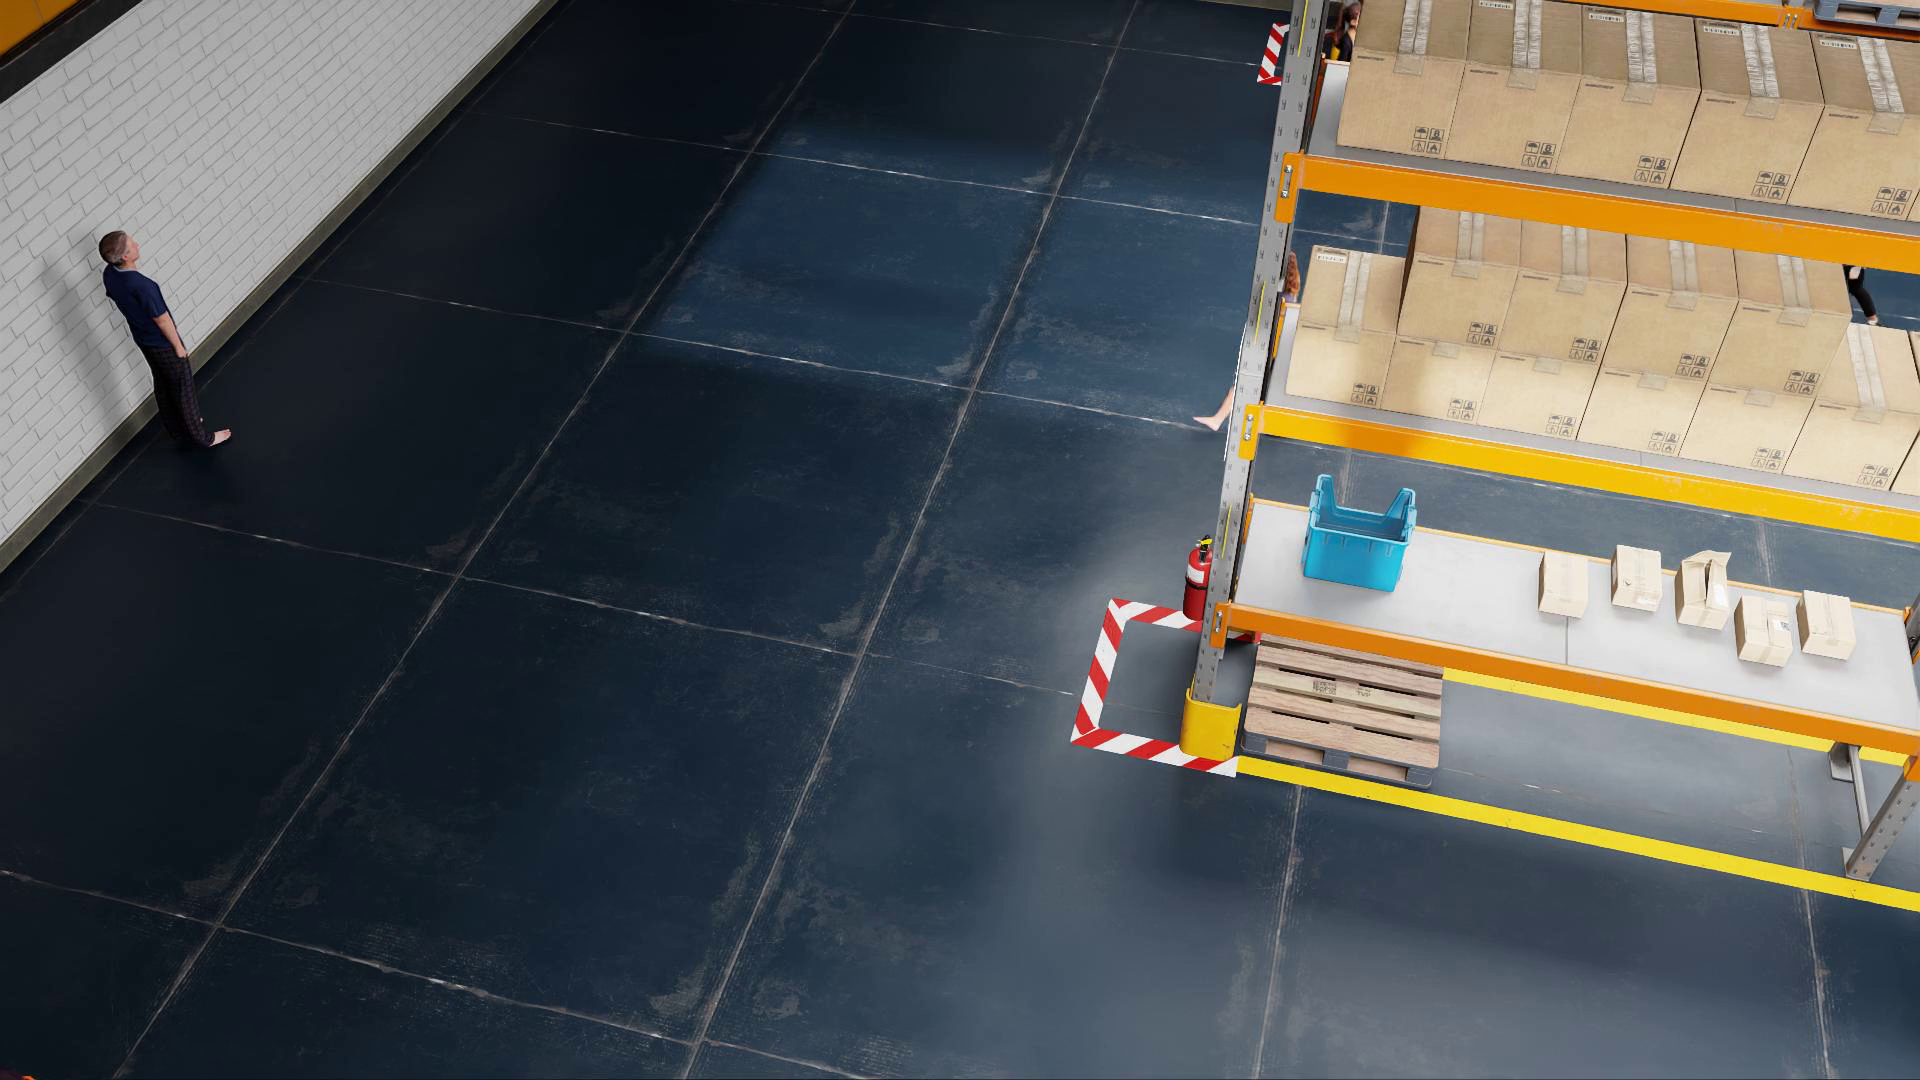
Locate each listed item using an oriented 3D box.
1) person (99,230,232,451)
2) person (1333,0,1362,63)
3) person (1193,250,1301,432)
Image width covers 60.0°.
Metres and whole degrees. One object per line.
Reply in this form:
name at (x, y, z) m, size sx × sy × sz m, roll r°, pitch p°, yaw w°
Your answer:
person at (-5.930, -1.478, 12.287) m, size 0.594 × 1.872 × 0.782 m, roll 24°, pitch 49°, yaw 23°
person at (3.537, -4.240, 15.419) m, size 0.590 × 1.551 × 0.570 m, roll 21°, pitch 48°, yaw 21°
person at (2.397, -1.430, 12.376) m, size 1.150 × 1.679 × 0.915 m, roll -6°, pitch 44°, yaw -7°
